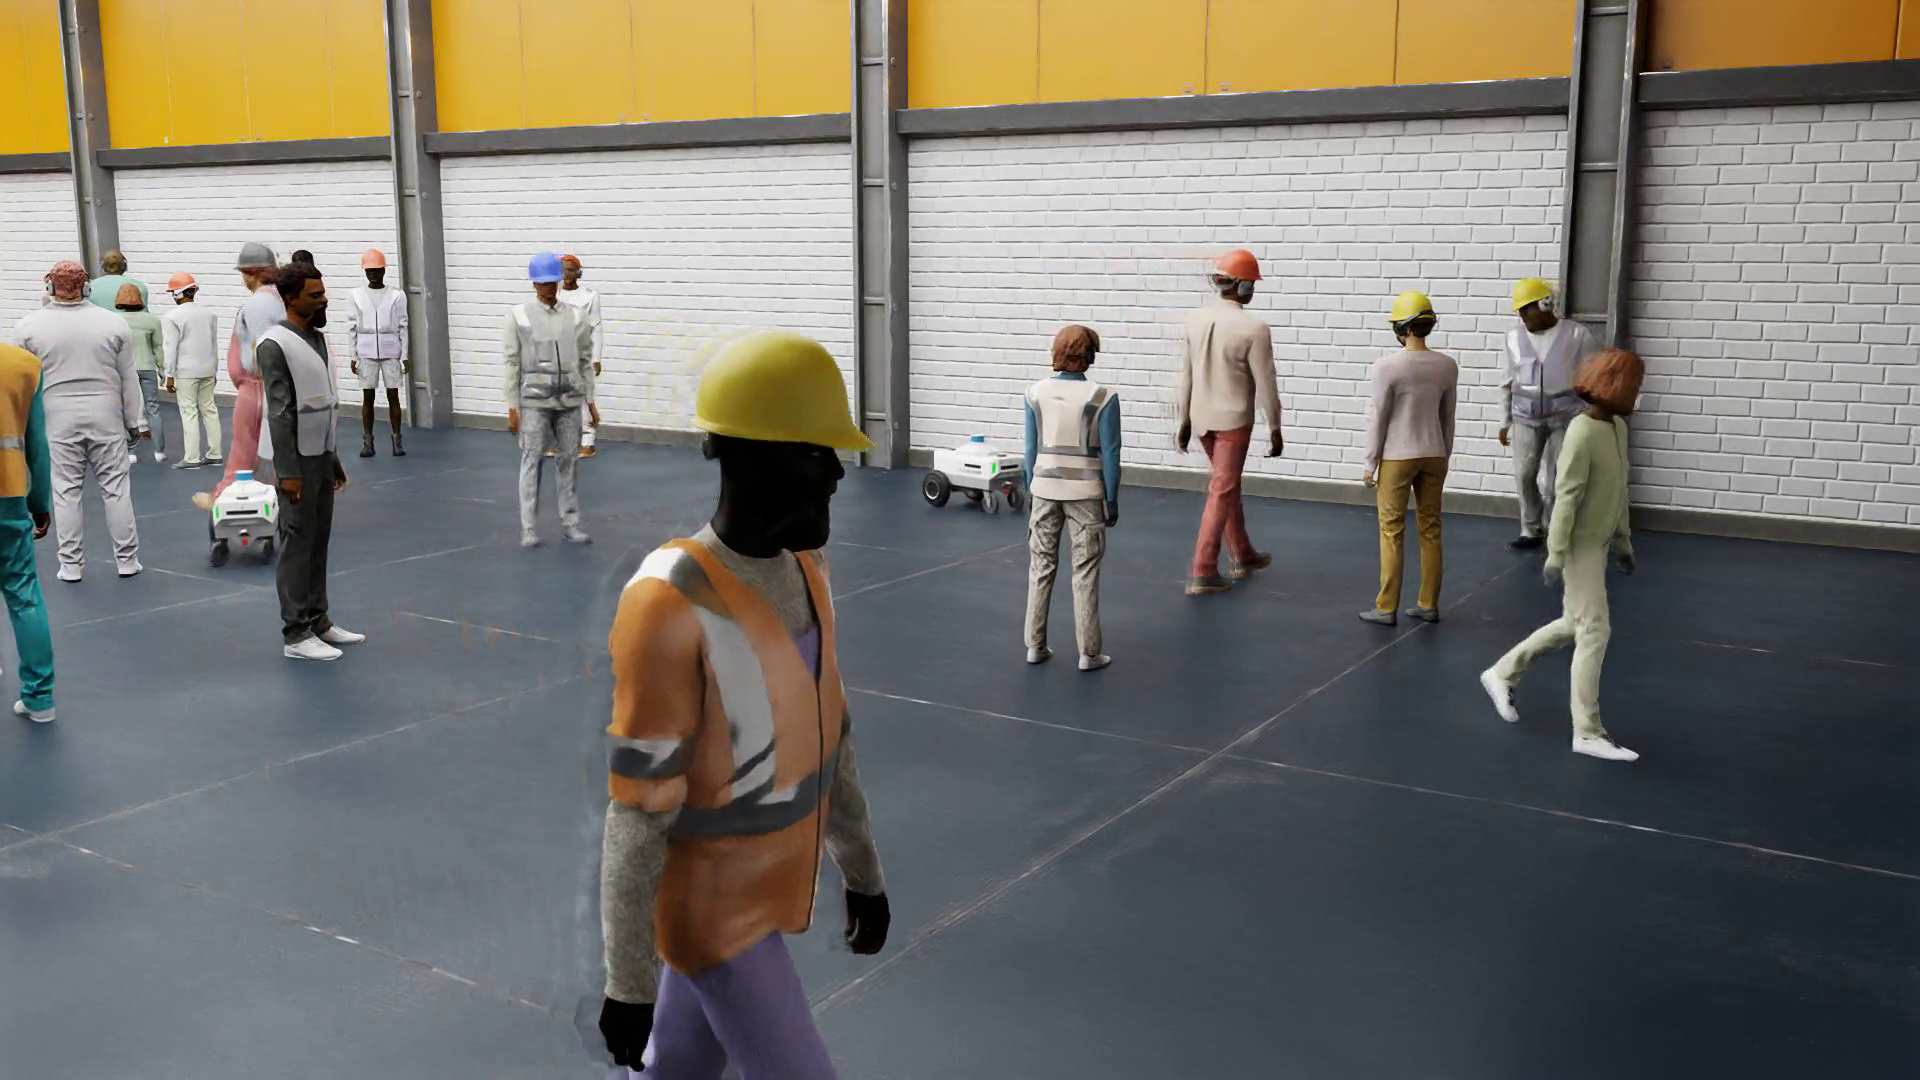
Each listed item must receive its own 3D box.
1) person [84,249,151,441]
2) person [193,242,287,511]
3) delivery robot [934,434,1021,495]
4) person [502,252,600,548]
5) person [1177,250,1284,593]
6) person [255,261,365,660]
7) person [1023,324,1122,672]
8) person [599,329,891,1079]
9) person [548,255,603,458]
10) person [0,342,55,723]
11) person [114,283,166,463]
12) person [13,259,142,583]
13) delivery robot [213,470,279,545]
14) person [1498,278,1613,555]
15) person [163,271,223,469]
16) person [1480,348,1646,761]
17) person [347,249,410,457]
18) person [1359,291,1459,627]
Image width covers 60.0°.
[{"bbox_3d":[-8.474,-1.957,16.793,0.632,1.932,0.366,0,10,-2],"label":"person"},{"bbox_3d":[-5.178,-1.187,12.210,0.933,2.000,0.695,1,10,6],"label":"person"},{"bbox_3d":[0.132,-0.557,12.576,0.477,0.478,0.707,-10,14,-43],"label":"delivery robot"},{"bbox_3d":[-2.701,-0.915,10.994,0.641,1.934,0.438,-7,12,-33],"label":"person"},{"bbox_3d":[1.652,-0.692,9.688,0.935,1.954,0.637,-7,13,-36],"label":"person"},{"bbox_3d":[-3.193,-0.387,8.111,0.391,1.920,0.587,0,10,0],"label":"person"},{"bbox_3d":[0.520,-0.197,7.871,0.512,1.630,0.318,6,12,29],"label":"person"},{"bbox_3d":[-0.306,0.594,2.796,1.031,1.871,0.603,3,11,15],"label":"person"},{"bbox_3d":[-3.609,-1.703,15.505,0.574,1.884,0.360,3,11,15],"label":"person"},{"bbox_3d":[-4.026,-0.149,6.830,0.388,1.910,0.593,8,13,37],"label":"person"},{"bbox_3d":[-7.516,-1.518,15.169,0.507,1.632,0.275,-8,13,-37],"label":"person"},{"bbox_3d":[-5.211,-0.699,9.877,0.639,1.908,0.409,-6,12,-30],"label":"person"},{"bbox_3d":[-4.543,-0.200,10.598,0.477,0.478,0.707,-3,11,-18],"label":"delivery robot"},{"bbox_3d":[3.838,-0.771,10.651,0.778,1.786,0.406,5,11,27],"label":"person"},{"bbox_3d":[-6.843,-1.505,14.793,0.349,1.744,0.566,4,11,21],"label":"person"},{"bbox_3d":[2.432,0.029,6.683,0.656,1.608,0.514,7,12,34],"label":"person"},{"bbox_3d":[-5.432,-1.742,15.564,0.542,1.939,0.361,-3,11,-16],"label":"person"},{"bbox_3d":[2.357,-0.423,8.759,0.525,1.760,0.341,-4,11,-19],"label":"person"}]
